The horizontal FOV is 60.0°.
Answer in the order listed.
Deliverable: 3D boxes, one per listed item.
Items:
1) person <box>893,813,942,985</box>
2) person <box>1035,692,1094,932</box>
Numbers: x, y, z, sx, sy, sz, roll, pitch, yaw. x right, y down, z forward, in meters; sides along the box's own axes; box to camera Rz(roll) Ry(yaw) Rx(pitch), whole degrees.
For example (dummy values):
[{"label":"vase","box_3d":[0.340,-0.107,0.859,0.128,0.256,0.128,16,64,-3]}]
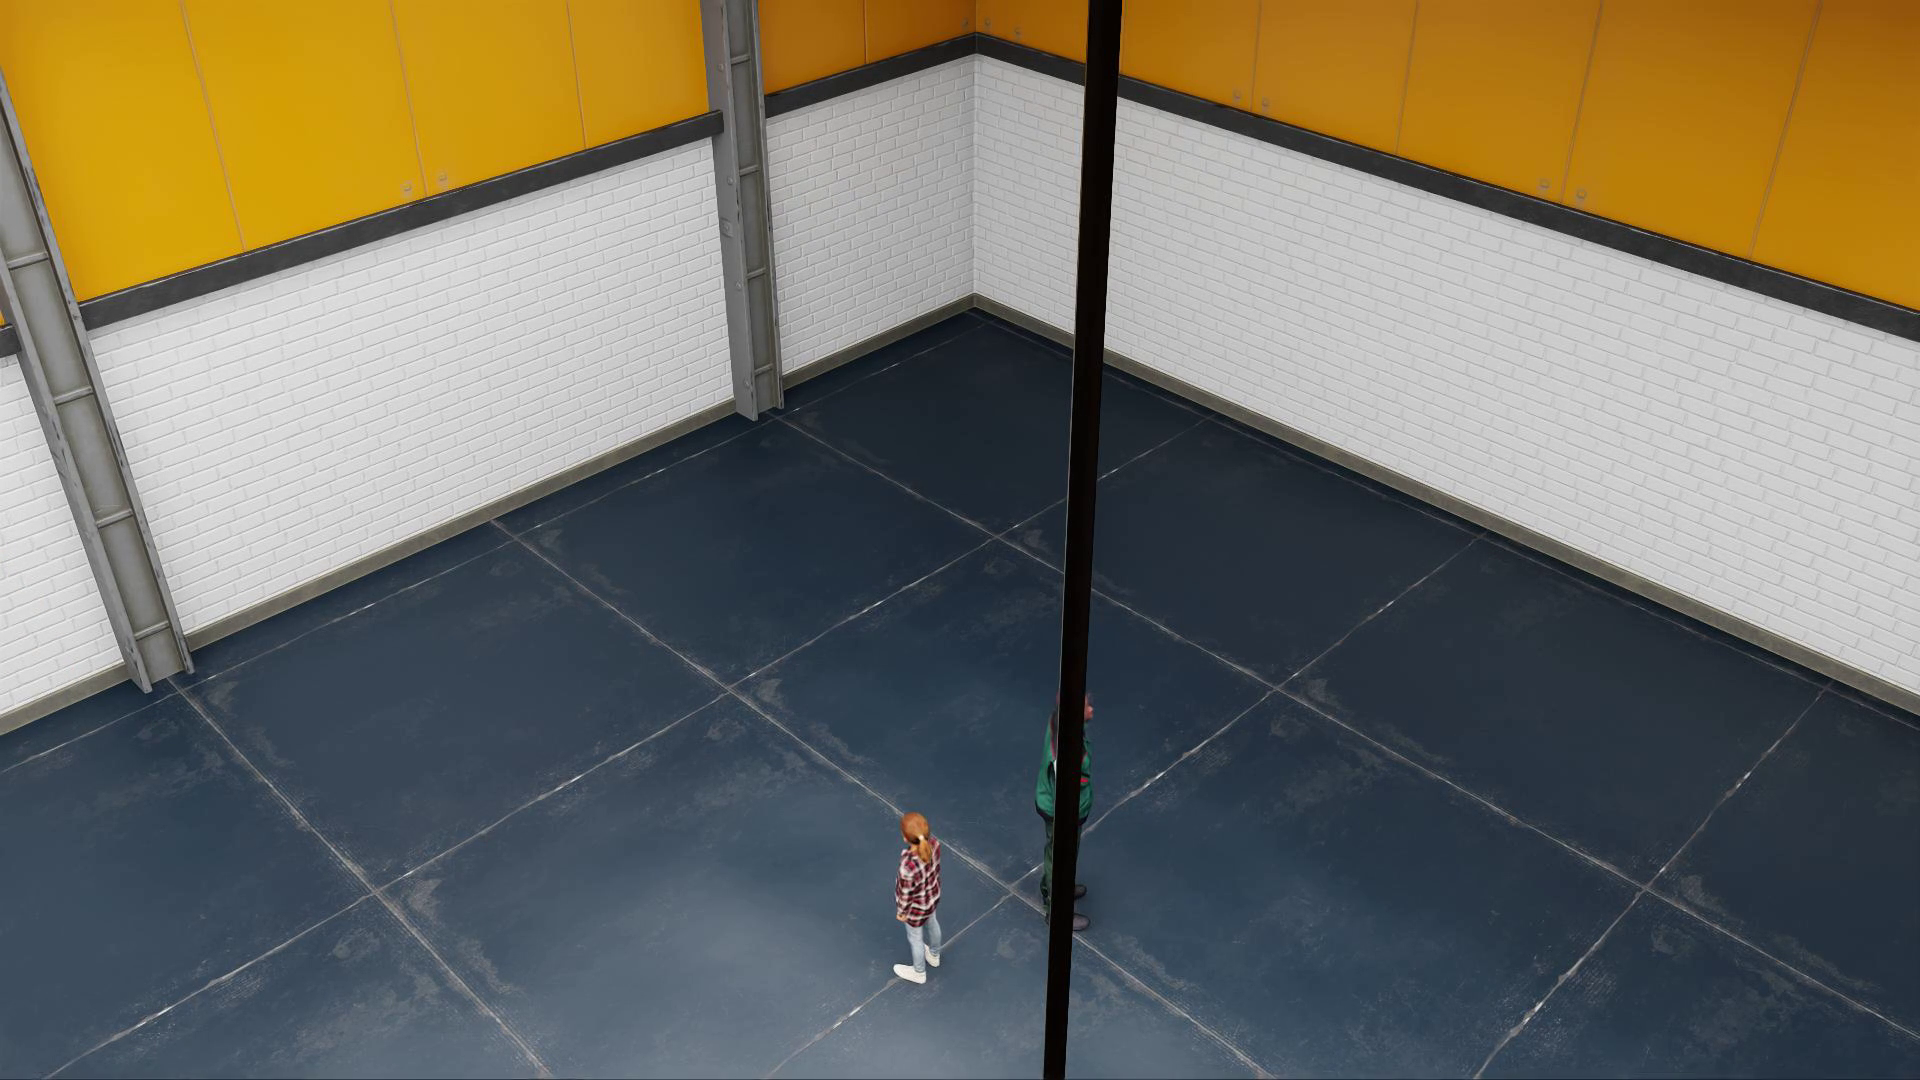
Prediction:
[{"label":"person","box_3d":[-0.237,2.167,10.117,0.613,1.307,0.480,23,40,30]},{"label":"person","box_3d":[0.653,1.656,10.405,0.838,1.840,0.776,0,34,0]}]
